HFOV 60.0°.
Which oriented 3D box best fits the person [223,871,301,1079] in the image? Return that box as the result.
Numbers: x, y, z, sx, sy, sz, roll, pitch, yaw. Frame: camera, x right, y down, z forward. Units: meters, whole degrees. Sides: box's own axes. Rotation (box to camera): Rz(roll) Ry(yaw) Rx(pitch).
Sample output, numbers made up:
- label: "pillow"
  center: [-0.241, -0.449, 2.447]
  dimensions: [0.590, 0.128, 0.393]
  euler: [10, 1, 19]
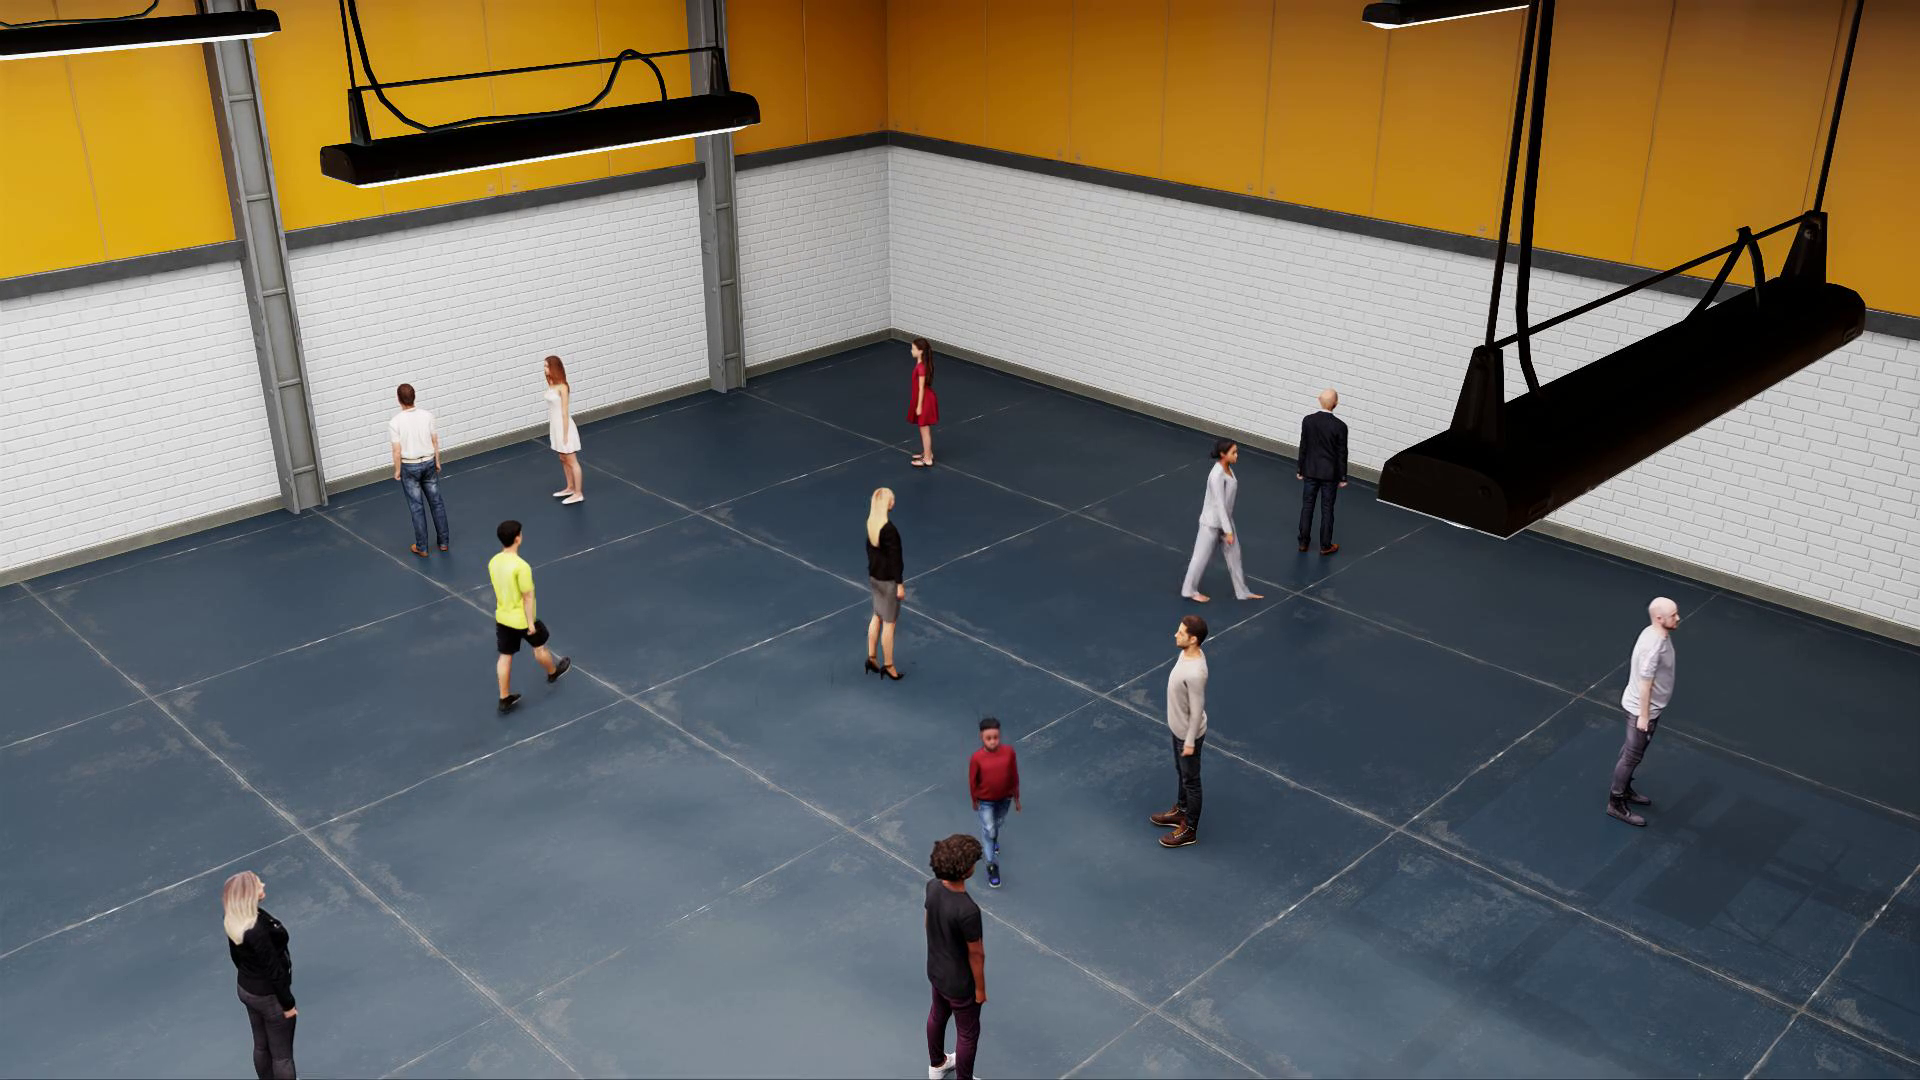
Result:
- label: "person"
  center: [-4.074, 2.668, 9.737]
  dimensions: [0.630, 1.686, 0.560]
  euler: [18, 29, 35]

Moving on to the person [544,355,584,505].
- label: "person"
  center: [-4.455, -1.257, 18.685]
  dimensions: [0.560, 1.711, 0.595]
  euler: [-17, 29, -33]

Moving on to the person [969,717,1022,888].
- label: "person"
  center: [0.238, 1.836, 12.200]
  dimensions: [0.879, 1.239, 0.825]
  euler: [-7, 24, -15]

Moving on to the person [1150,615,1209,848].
- label: "person"
  center: [1.698, 1.405, 12.401]
  dimensions: [0.786, 1.867, 0.746]
  euler: [-2, 24, -5]

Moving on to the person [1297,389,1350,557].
- label: "person"
  center: [3.771, -0.716, 17.337]
  dimensions: [0.747, 1.800, 0.677]
  euler: [13, 27, 27]

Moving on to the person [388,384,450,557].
- label: "person"
  center: [-5.639, -0.743, 17.329]
  dimensions: [0.535, 1.856, 0.744]
  euler: [-18, 29, -35]

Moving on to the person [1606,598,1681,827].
- label: "person"
  center: [5.247, 1.269, 12.757]
  dimensions: [0.788, 1.831, 0.612]
  euler: [13, 27, 26]

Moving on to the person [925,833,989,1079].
- label: "person"
  center: [-0.029, 2.534, 9.926]
  dimensions: [0.574, 1.782, 0.647]
  euler: [-18, 29, -35]

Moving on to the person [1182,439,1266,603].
- label: "person"
  center: [2.416, -0.172, 16.219]
  dimensions: [0.913, 1.700, 1.056]
  euler: [12, 26, 25]

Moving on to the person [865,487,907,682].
- label: "person"
  center: [-0.684, 0.396, 14.744]
  dimensions: [0.625, 1.839, 0.661]
  euler: [-15, 28, -31]

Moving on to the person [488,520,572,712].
- label: "person"
  center: [-3.865, 0.688, 14.296]
  dimensions: [0.891, 1.663, 1.151]
  euler: [11, 26, 23]

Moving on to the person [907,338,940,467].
- label: "person"
  center: [-0.427, -1.656, 19.799]
  dimensions: [0.746, 1.551, 0.686]
  euler: [1, 24, 1]
